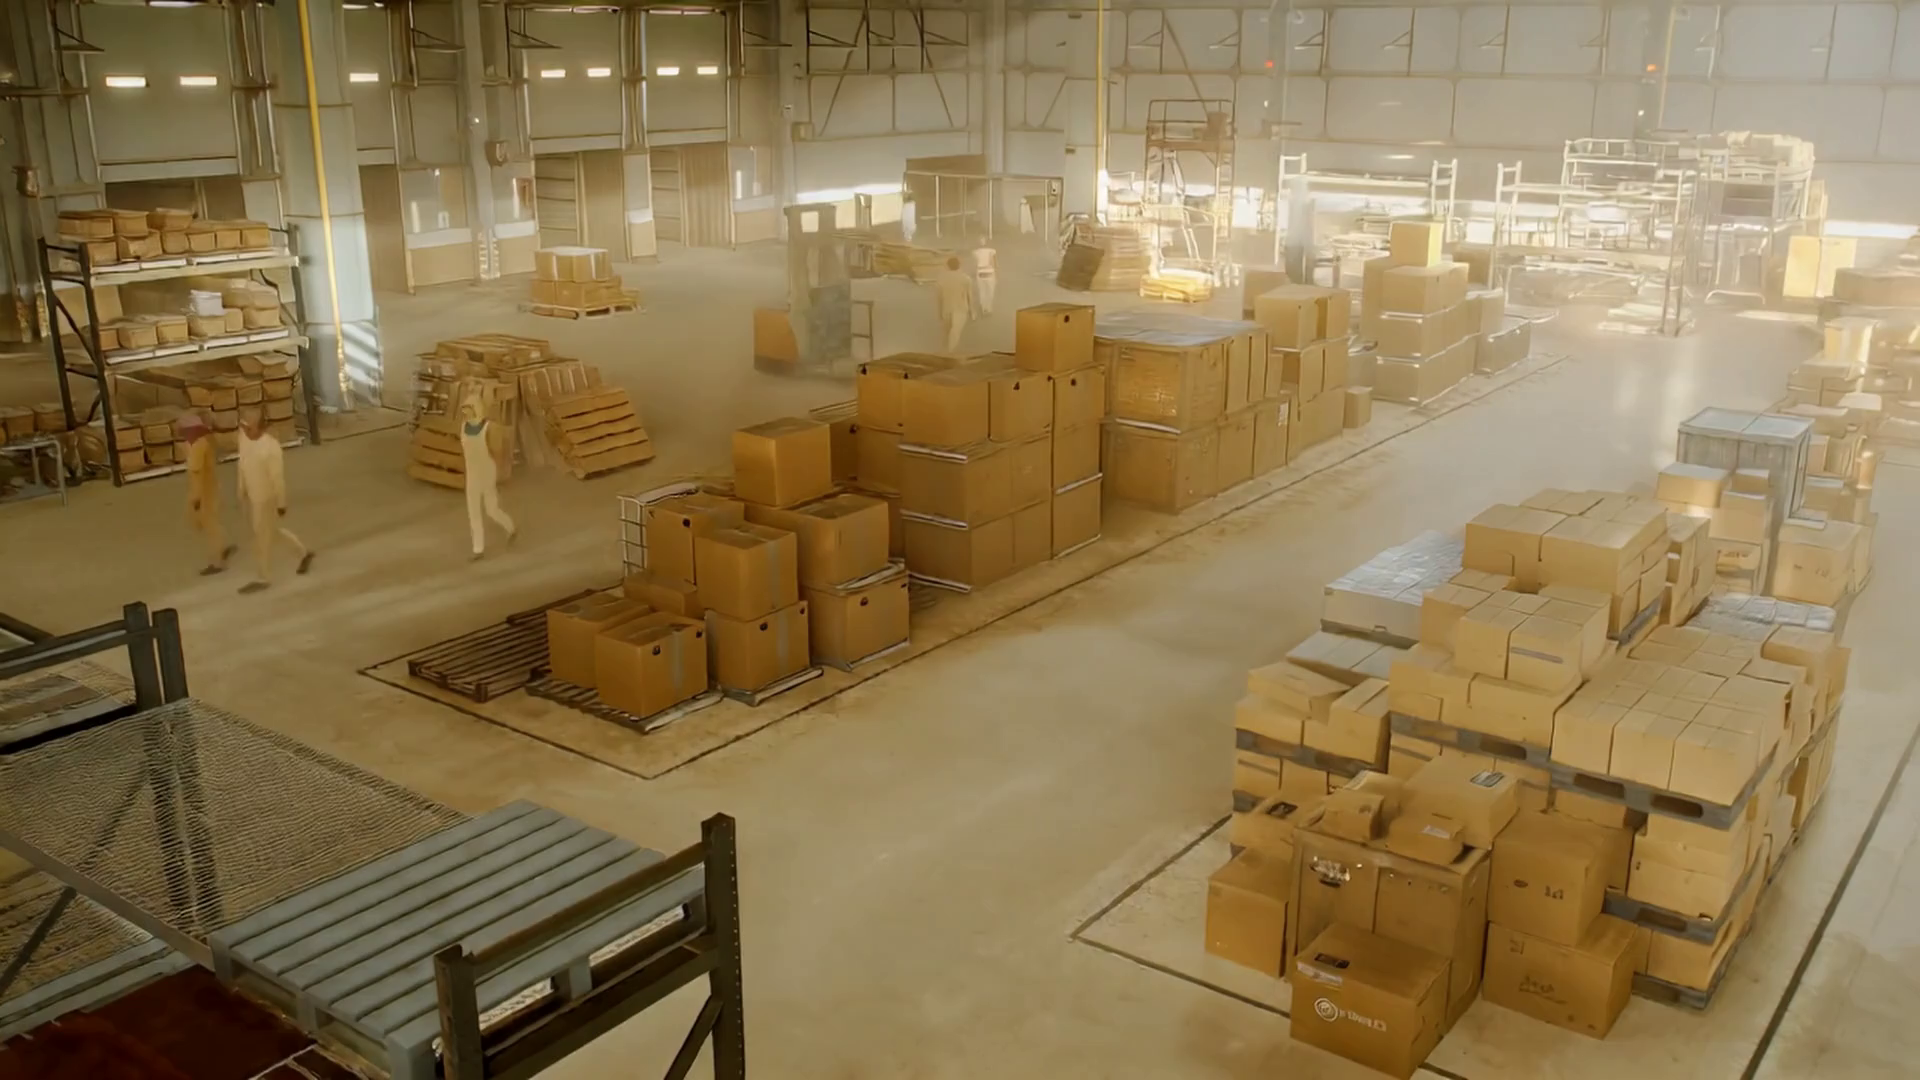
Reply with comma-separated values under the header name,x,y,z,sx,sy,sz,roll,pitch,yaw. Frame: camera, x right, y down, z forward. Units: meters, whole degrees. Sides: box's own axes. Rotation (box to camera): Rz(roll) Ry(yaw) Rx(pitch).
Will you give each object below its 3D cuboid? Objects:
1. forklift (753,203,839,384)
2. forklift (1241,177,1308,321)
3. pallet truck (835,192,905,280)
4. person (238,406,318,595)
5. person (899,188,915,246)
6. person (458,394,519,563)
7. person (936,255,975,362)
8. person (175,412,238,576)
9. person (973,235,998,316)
name,x,y,z,sx,sy,sz,roll,pitch,yaw
forklift,-2.446,-4.120,27.416,1.873,2.768,1.129,12,21,35
forklift,6.514,-5.649,32.479,1.873,2.768,1.129,3,17,8
pallet truck,-1.936,-7.159,38.982,1.885,1.965,0.823,-12,21,-34
person,-7.027,-0.454,16.960,0.646,1.913,0.904,13,21,38
person,-1.325,-7.580,40.499,0.496,1.923,0.567,-2,17,-6
person,-5.098,-0.697,17.883,0.522,1.824,0.679,6,18,18
person,-0.105,-3.886,28.315,0.629,1.904,0.991,8,19,26
person,-7.887,-0.482,17.335,0.359,1.714,0.507,-10,20,-30
person,0.512,-5.324,33.536,0.543,1.615,0.380,6,18,19
